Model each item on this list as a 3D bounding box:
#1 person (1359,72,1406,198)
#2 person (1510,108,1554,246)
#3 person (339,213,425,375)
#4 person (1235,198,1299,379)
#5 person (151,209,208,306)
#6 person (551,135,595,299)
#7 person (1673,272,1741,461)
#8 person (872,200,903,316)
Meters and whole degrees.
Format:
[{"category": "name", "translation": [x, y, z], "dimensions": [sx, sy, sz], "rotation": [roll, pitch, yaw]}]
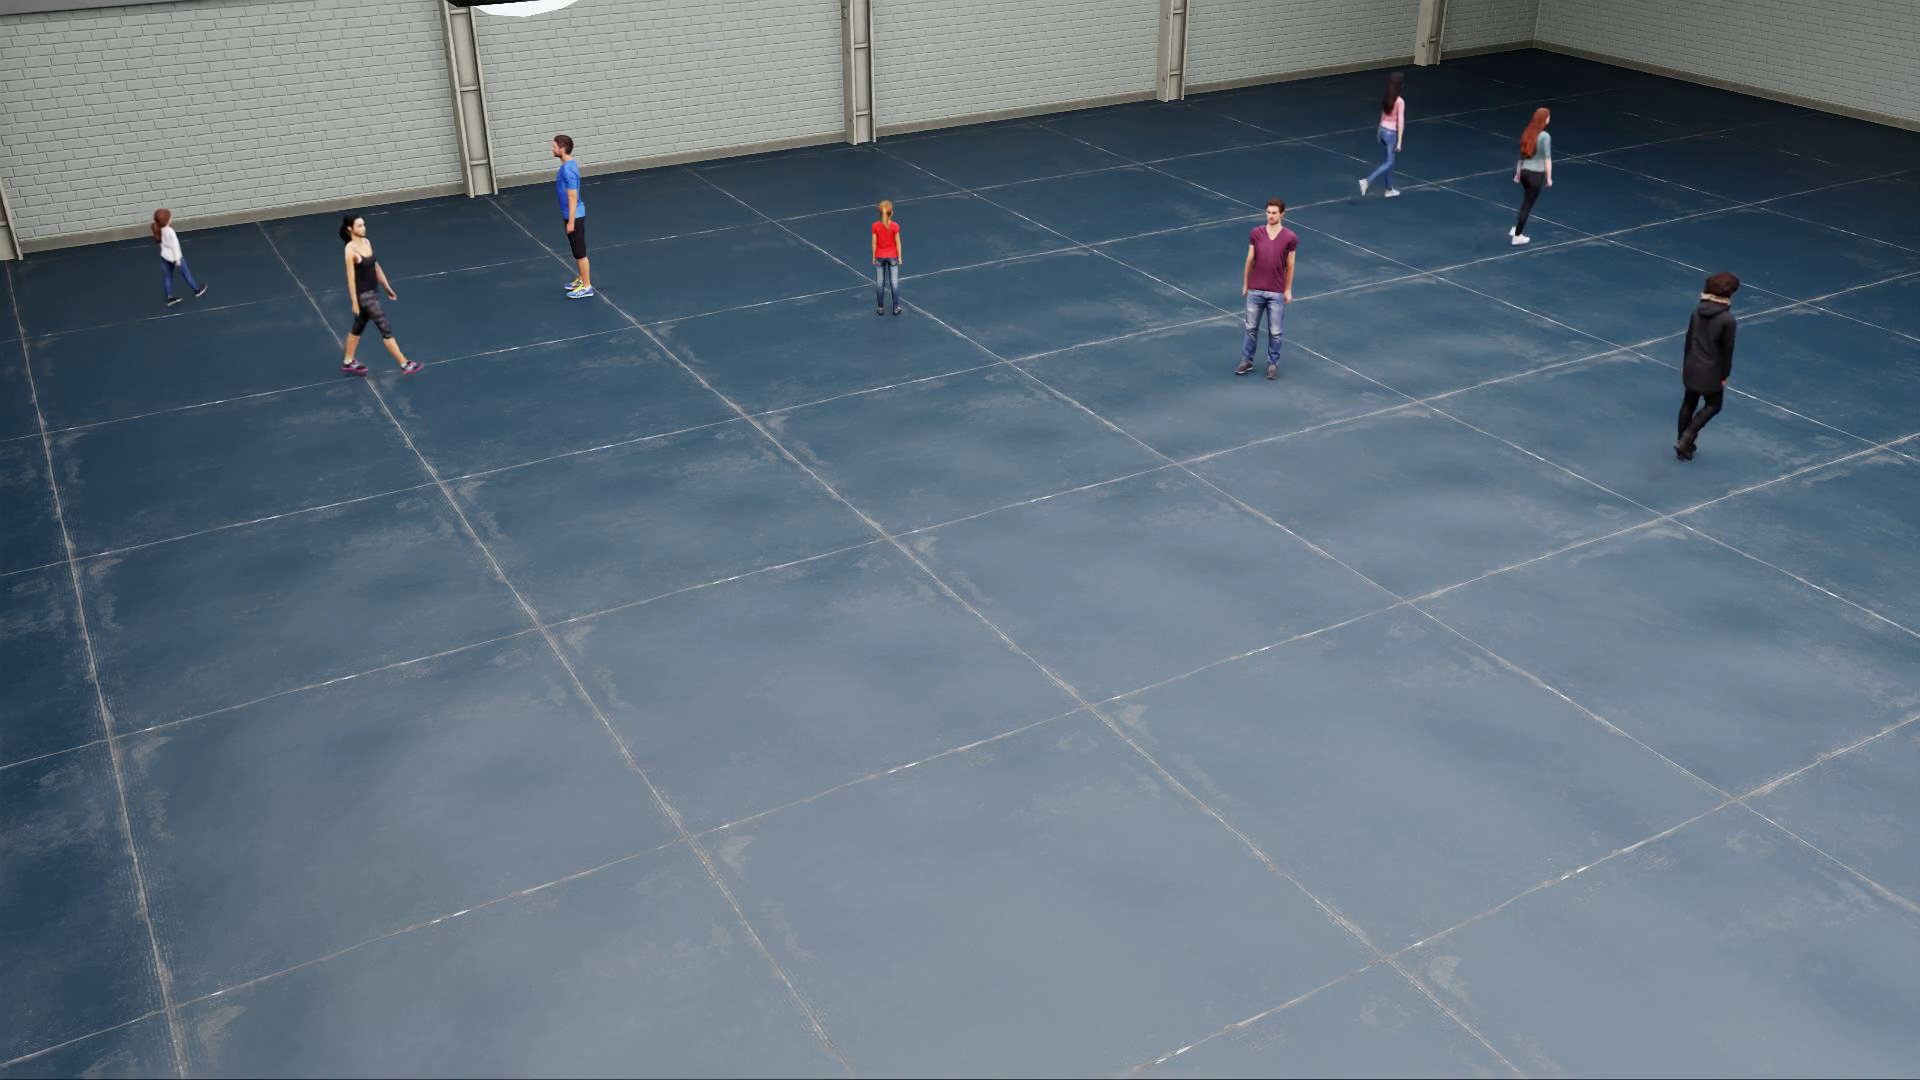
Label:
[{"category": "person", "translation": [5.822, -5.521, 22.797], "dimensions": [1.004, 1.725, 0.620], "rotation": [-12, 30, -22]}, {"category": "person", "translation": [7.117, -4.536, 20.878], "dimensions": [0.619, 1.731, 0.614], "rotation": [-11, 29, -21]}, {"category": "person", "translation": [-6.123, -2.468, 16.912], "dimensions": [1.183, 1.684, 1.016], "rotation": [3, 27, 5]}, {"category": "person", "translation": [3.139, -2.583, 16.949], "dimensions": [0.741, 1.855, 0.759], "rotation": [12, 30, 22]}, {"category": "person", "translation": [-9.077, -3.229, 19.044], "dimensions": [0.697, 1.087, 0.806], "rotation": [12, 30, 22]}, {"category": "person", "translation": [-4.458, -3.747, 19.195], "dimensions": [0.643, 1.869, 0.666], "rotation": [-7, 28, -13]}, {"category": "person", "translation": [6.676, -1.524, 14.990], "dimensions": [0.740, 1.765, 0.648], "rotation": [-16, 31, -29]}, {"category": "person", "translation": [-0.825, -3.176, 18.695], "dimensions": [0.559, 1.311, 0.630], "rotation": [1, 27, 2]}]
